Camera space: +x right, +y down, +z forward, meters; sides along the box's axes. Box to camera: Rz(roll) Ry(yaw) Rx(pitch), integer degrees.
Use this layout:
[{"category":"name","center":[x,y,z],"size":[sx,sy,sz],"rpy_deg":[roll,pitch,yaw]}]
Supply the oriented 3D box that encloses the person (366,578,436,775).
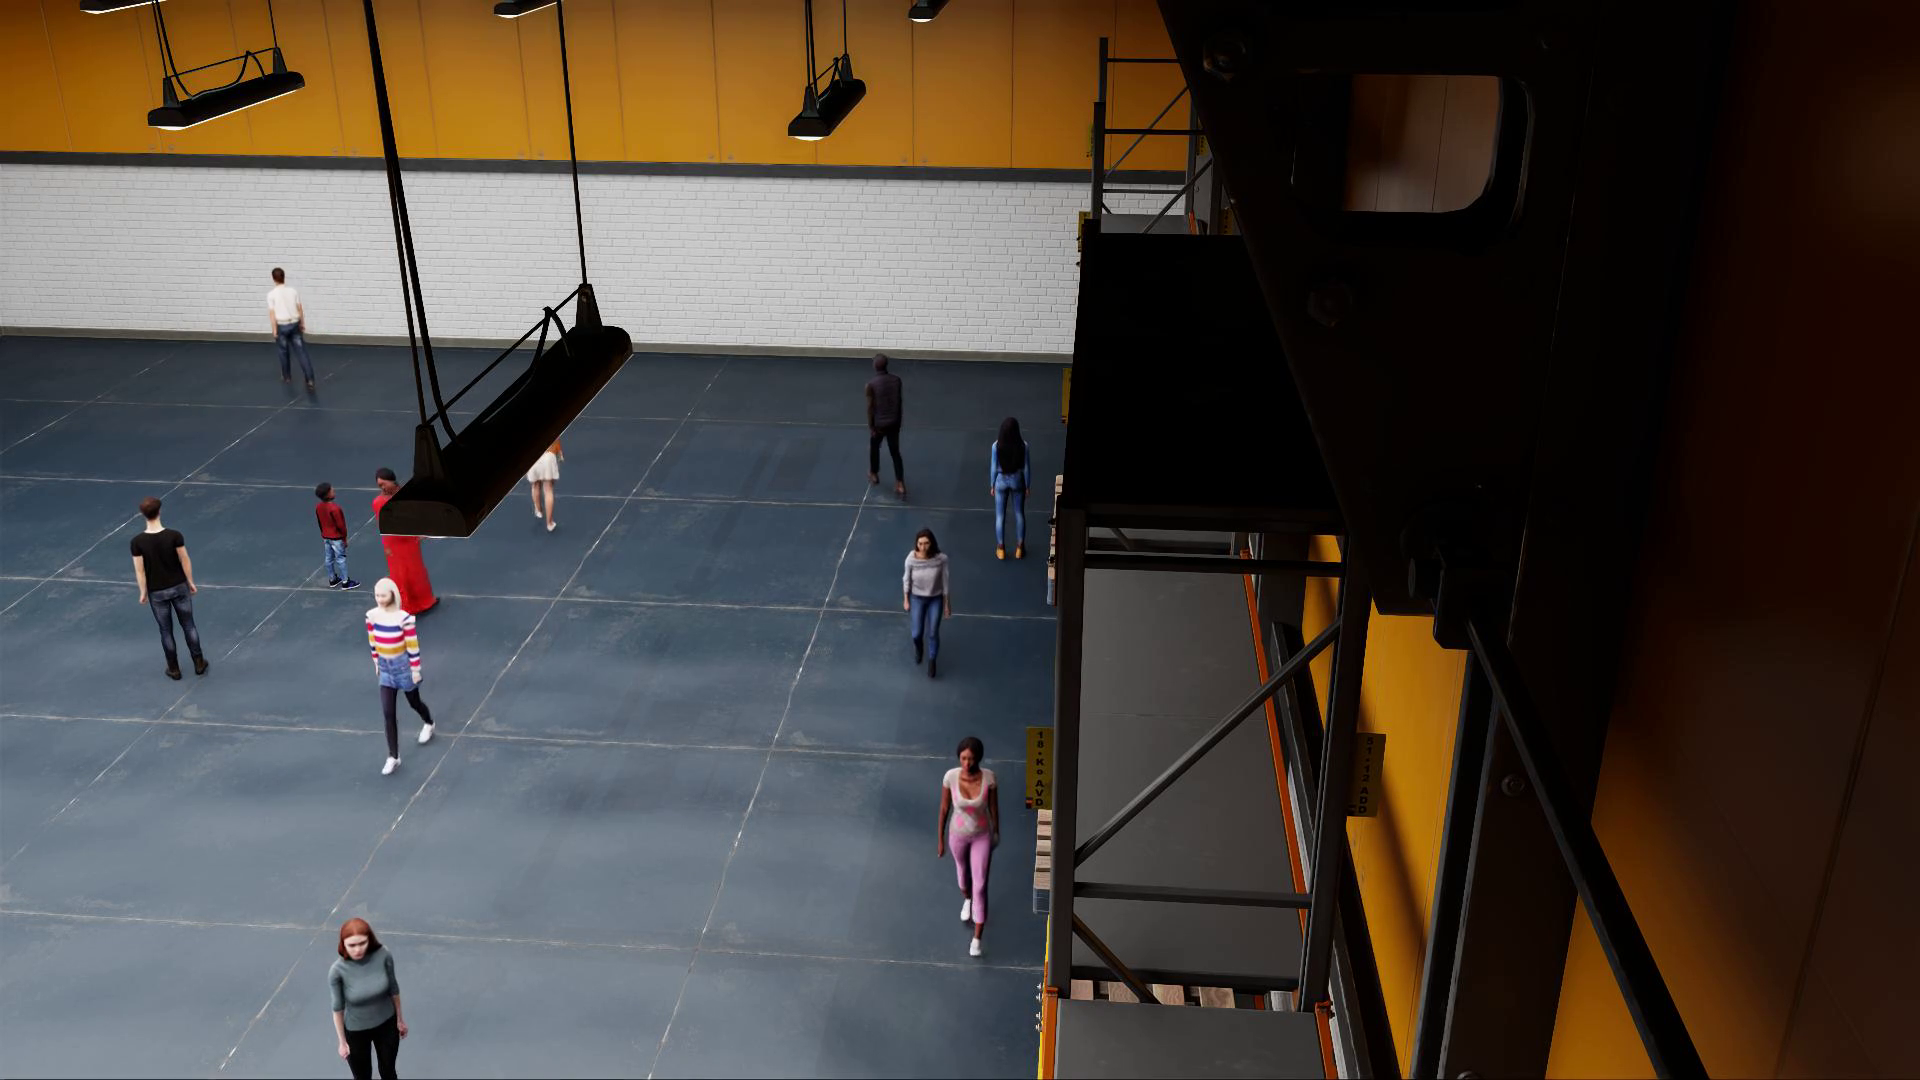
[{"category":"person","center":[-5.062,1.160,15.141],"size":[0.712,1.770,1.118],"rpy_deg":[4,24,9]}]

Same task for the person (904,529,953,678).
[{"category":"person","center":[-0.332,0.584,16.648],"size":[0.660,1.619,0.693],"rpy_deg":[-1,24,-3]}]

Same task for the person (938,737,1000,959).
[{"category":"person","center":[0.085,2.240,12.754],"size":[0.613,1.704,1.075],"rpy_deg":[2,24,5]}]

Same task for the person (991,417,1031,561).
[{"category":"person","center":[0.578,-0.606,19.254],"size":[0.623,1.711,0.543],"rpy_deg":[0,24,0]}]

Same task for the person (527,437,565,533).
[{"category":"person","center":[-5.032,-0.916,19.990],"size":[0.749,1.691,0.968],"rpy_deg":[-2,24,-5]}]

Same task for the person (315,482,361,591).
[{"category":"person","center":[-6.997,-0.051,18.554],"size":[0.568,1.256,0.583],"rpy_deg":[12,26,25]}]

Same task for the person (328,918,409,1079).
[{"category":"person","center":[-3.767,3.141,10.644],"size":[0.666,1.742,0.714],"rpy_deg":[-16,29,-33]}]

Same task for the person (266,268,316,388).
[{"category":"person","center":[-10.010,-3.137,24.920],"size":[1.198,1.811,1.272],"rpy_deg":[-17,29,-34]}]

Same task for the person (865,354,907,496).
[{"category":"person","center":[-0.897,-1.419,21.021],"size":[1.076,1.787,1.300],"rpy_deg":[-12,26,-25]}]

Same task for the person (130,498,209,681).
[{"category":"person","center":[-7.873,0.484,16.534],"size":[0.766,1.893,0.781],"rpy_deg":[-13,27,-27]}]

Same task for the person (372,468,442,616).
[{"category":"person","center":[-5.927,0.002,17.798],"size":[0.965,1.763,0.884],"rpy_deg":[16,28,33]}]
